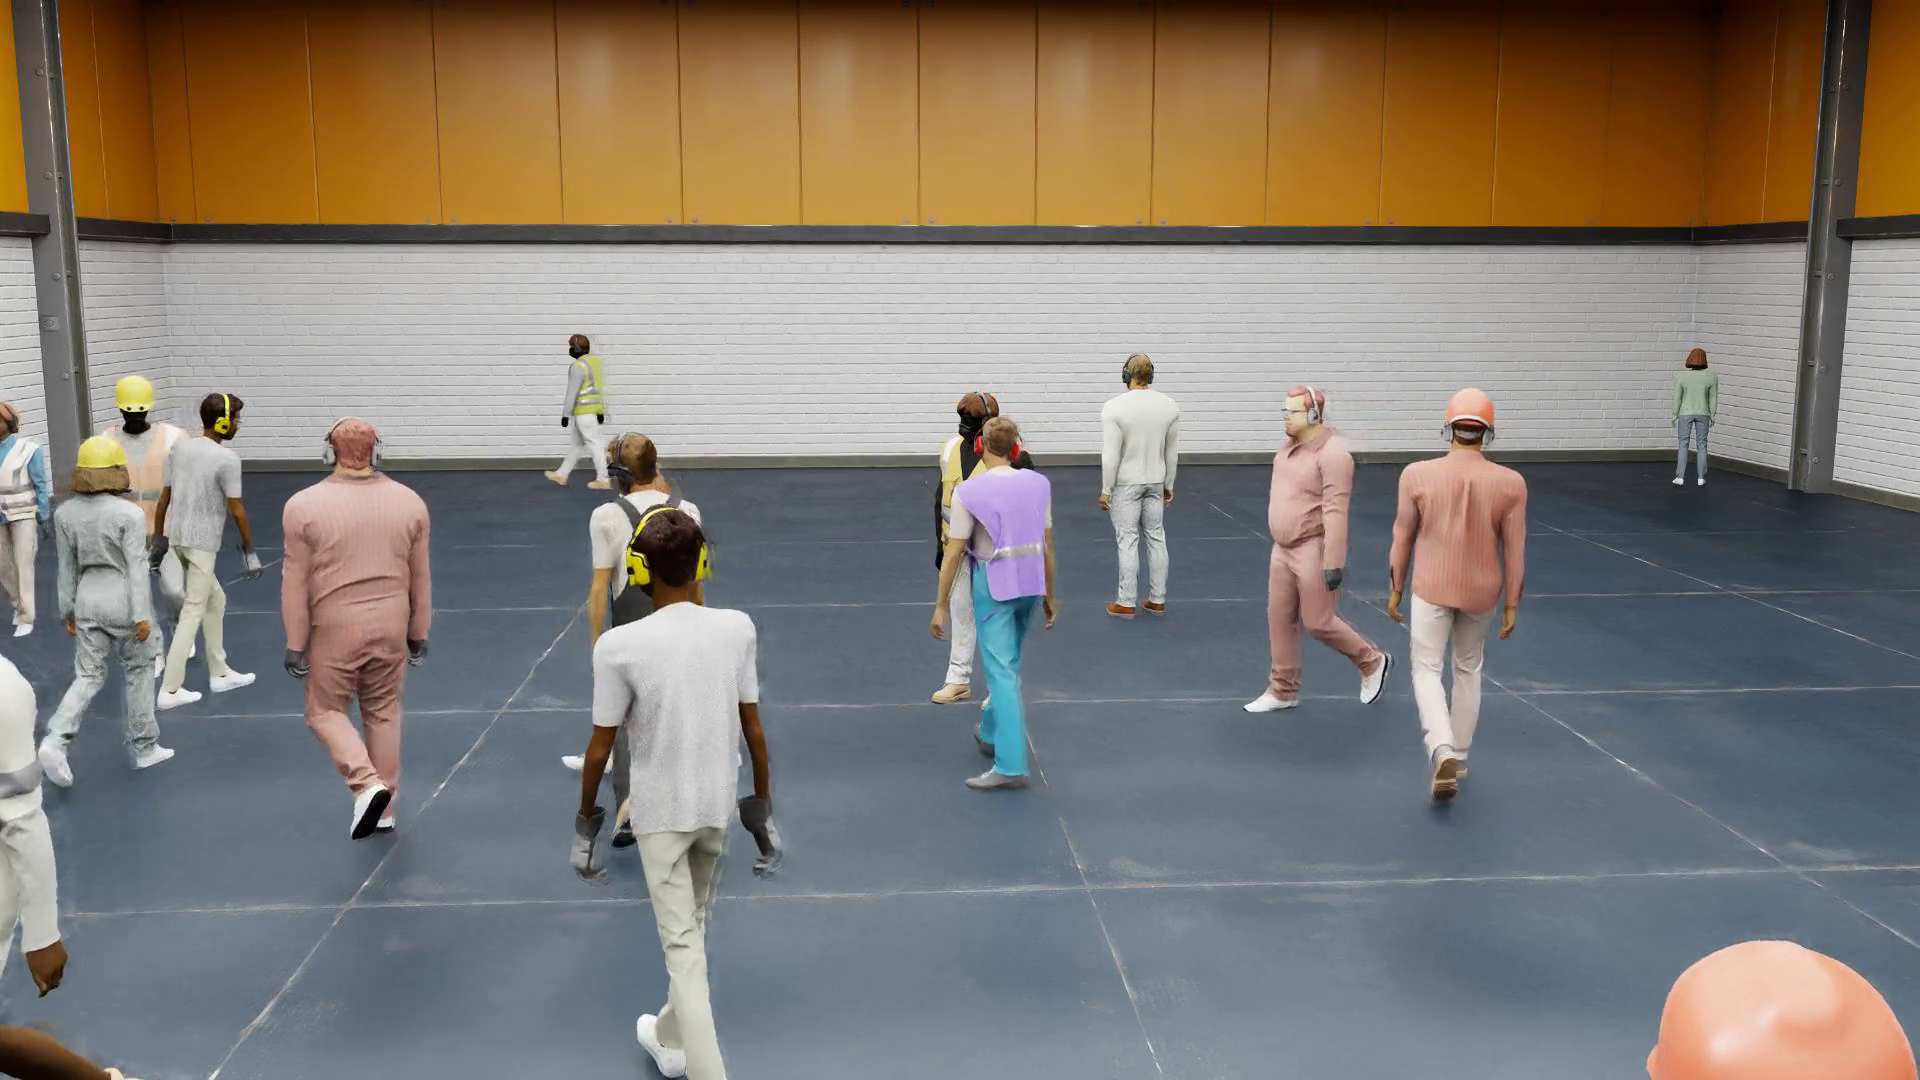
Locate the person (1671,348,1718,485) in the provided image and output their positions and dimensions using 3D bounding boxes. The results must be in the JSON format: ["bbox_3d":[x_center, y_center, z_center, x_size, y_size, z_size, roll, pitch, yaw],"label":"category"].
[{"bbox_3d":[8.751,-1.466,19.838,0.500,1.633,0.280,2,9,14],"label":"person"}]

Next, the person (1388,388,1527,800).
[{"bbox_3d":[2.398,0.253,8.022,0.620,1.966,0.854,1,9,6],"label":"person"}]

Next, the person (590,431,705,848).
[{"bbox_3d":[-1.343,0.444,7.274,0.504,1.827,0.572,-3,9,-18],"label":"person"}]

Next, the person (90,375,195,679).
[{"bbox_3d":[-5.040,-0.086,10.331,0.628,1.893,0.591,-3,9,-17],"label":"person"}]

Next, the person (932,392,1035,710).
[{"bbox_3d":[0.111,0.063,9.603,0.621,1.840,0.430,6,11,34],"label":"person"}]

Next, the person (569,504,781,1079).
[{"bbox_3d":[-0.892,0.805,4.923,0.564,1.837,0.851,-7,12,-38],"label":"person"}]

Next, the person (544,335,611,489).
[{"bbox_3d":[-4.511,-1.493,19.473,0.919,1.798,0.659,1,9,8],"label":"person"}]

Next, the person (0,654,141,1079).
[{"bbox_3d":[-2.420,0.861,4.100,0.608,2.011,0.959,5,10,27],"label":"person"}]

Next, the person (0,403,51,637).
[{"bbox_3d":[-6.651,-0.152,11.685,0.534,1.626,0.628,-1,9,-6],"label":"person"}]

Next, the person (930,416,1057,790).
[{"bbox_3d":[0.123,0.291,8.302,0.657,1.792,0.826,-7,11,-38],"label":"person"}]

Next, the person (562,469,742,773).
[{"bbox_3d":[-1.512,0.406,8.248,0.884,1.580,0.504,-3,9,-16],"label":"person"}]

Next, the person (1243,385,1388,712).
[{"bbox_3d":[2.042,0.059,9.482,0.759,1.890,0.657,-3,10,-20],"label":"person"}]

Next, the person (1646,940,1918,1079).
[{"bbox_3d":[0.814,1.301,1.698,0.590,1.881,0.742,0,9,2],"label":"person"}]

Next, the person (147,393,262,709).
[{"bbox_3d":[-4.424,0.050,9.756,0.545,1.808,0.808,4,10,26],"label":"person"}]

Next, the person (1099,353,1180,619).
[{"bbox_3d":[1.300,-0.390,12.128,0.635,1.937,0.352,-4,10,-25],"label":"person"}]

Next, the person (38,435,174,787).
[{"bbox_3d":[-4.244,0.346,8.200,0.491,1.721,0.741,1,9,9],"label":"person"}]

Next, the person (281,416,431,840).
[{"bbox_3d":[-2.625,0.401,7.310,0.659,1.886,0.544,-8,12,-41],"label":"person"}]
